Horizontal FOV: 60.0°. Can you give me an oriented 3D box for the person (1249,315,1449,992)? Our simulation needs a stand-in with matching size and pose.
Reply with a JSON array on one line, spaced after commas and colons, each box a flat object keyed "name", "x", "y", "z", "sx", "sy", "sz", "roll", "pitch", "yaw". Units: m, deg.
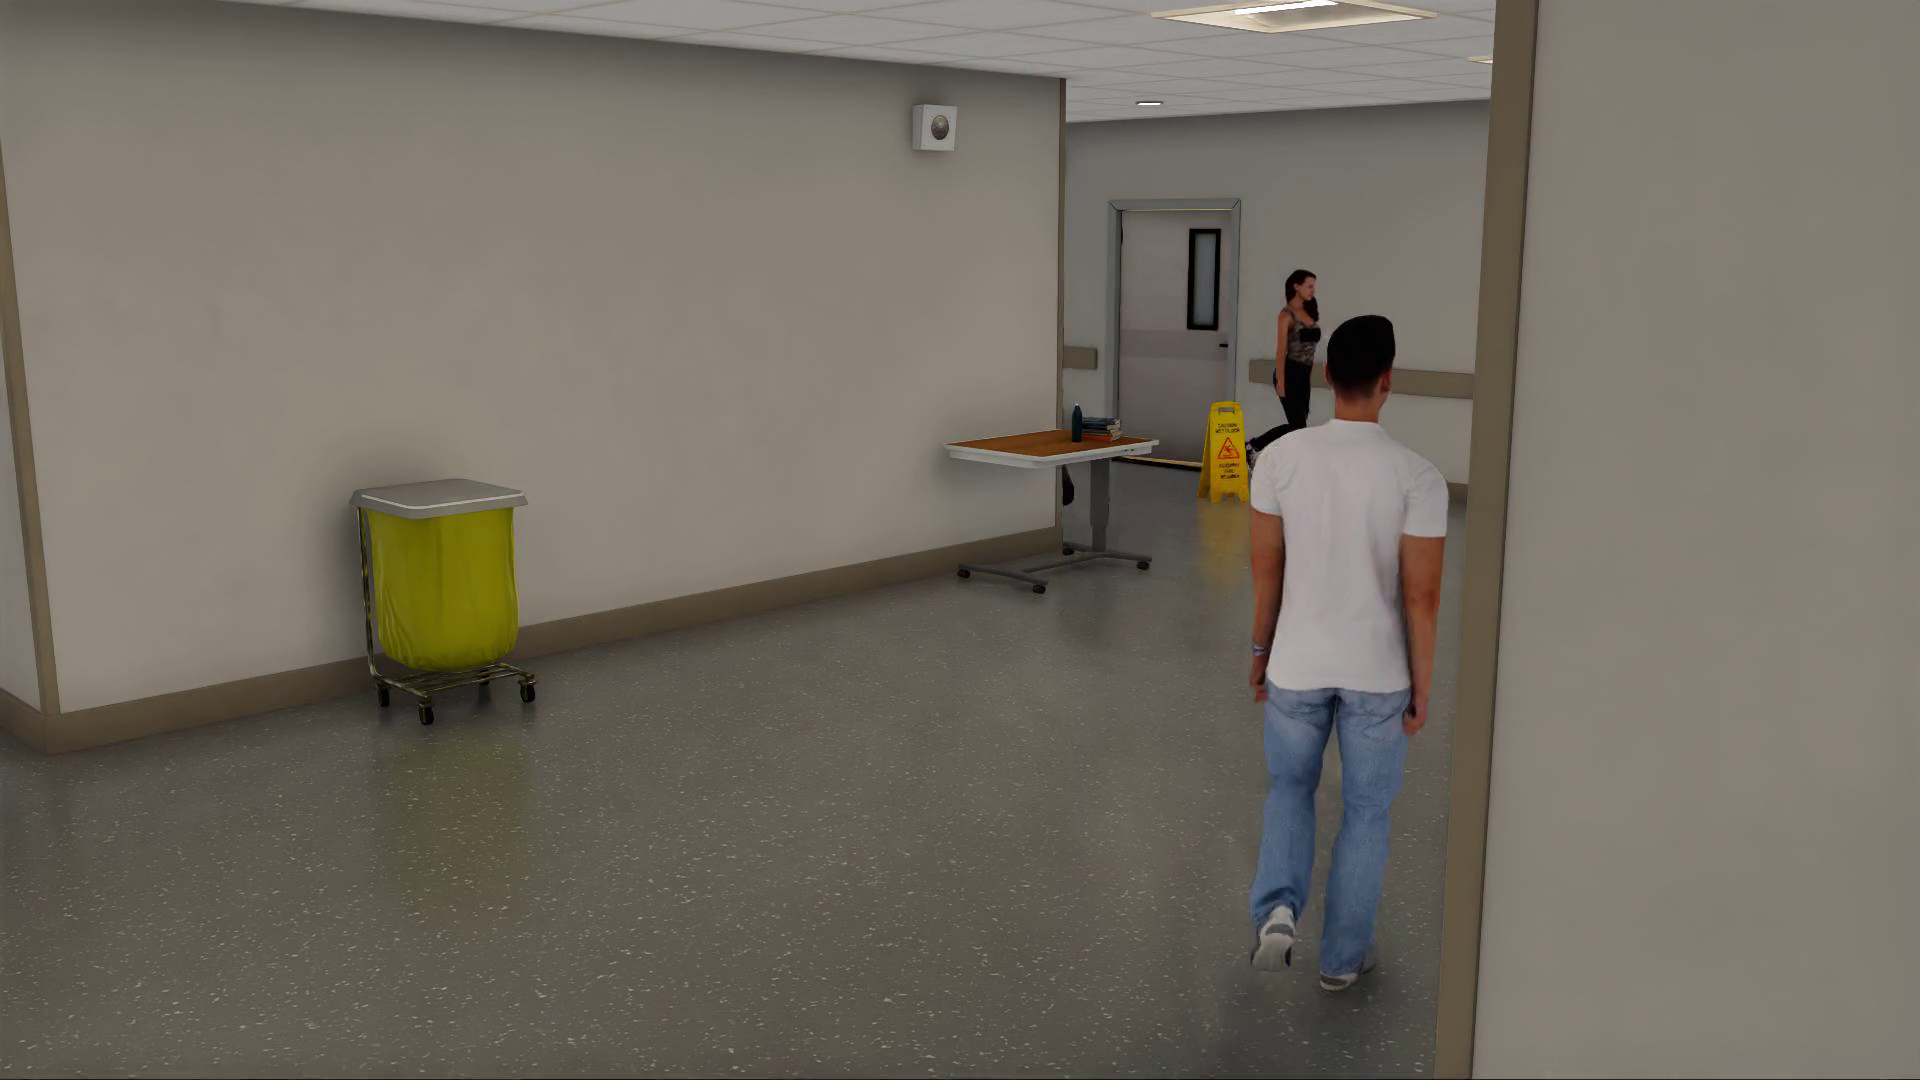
[{"name": "person", "x": 0.986, "y": 0.348, "z": 4.435, "sx": 0.812, "sy": 1.848, "sz": 0.855, "roll": 6, "pitch": 12, "yaw": 27}]

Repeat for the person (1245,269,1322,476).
[{"name": "person", "x": 2.498, "y": -1.206, "z": 12.897, "sx": 0.985, "sy": 1.747, "sz": 0.655, "roll": 9, "pitch": 14, "yaw": 38}]
